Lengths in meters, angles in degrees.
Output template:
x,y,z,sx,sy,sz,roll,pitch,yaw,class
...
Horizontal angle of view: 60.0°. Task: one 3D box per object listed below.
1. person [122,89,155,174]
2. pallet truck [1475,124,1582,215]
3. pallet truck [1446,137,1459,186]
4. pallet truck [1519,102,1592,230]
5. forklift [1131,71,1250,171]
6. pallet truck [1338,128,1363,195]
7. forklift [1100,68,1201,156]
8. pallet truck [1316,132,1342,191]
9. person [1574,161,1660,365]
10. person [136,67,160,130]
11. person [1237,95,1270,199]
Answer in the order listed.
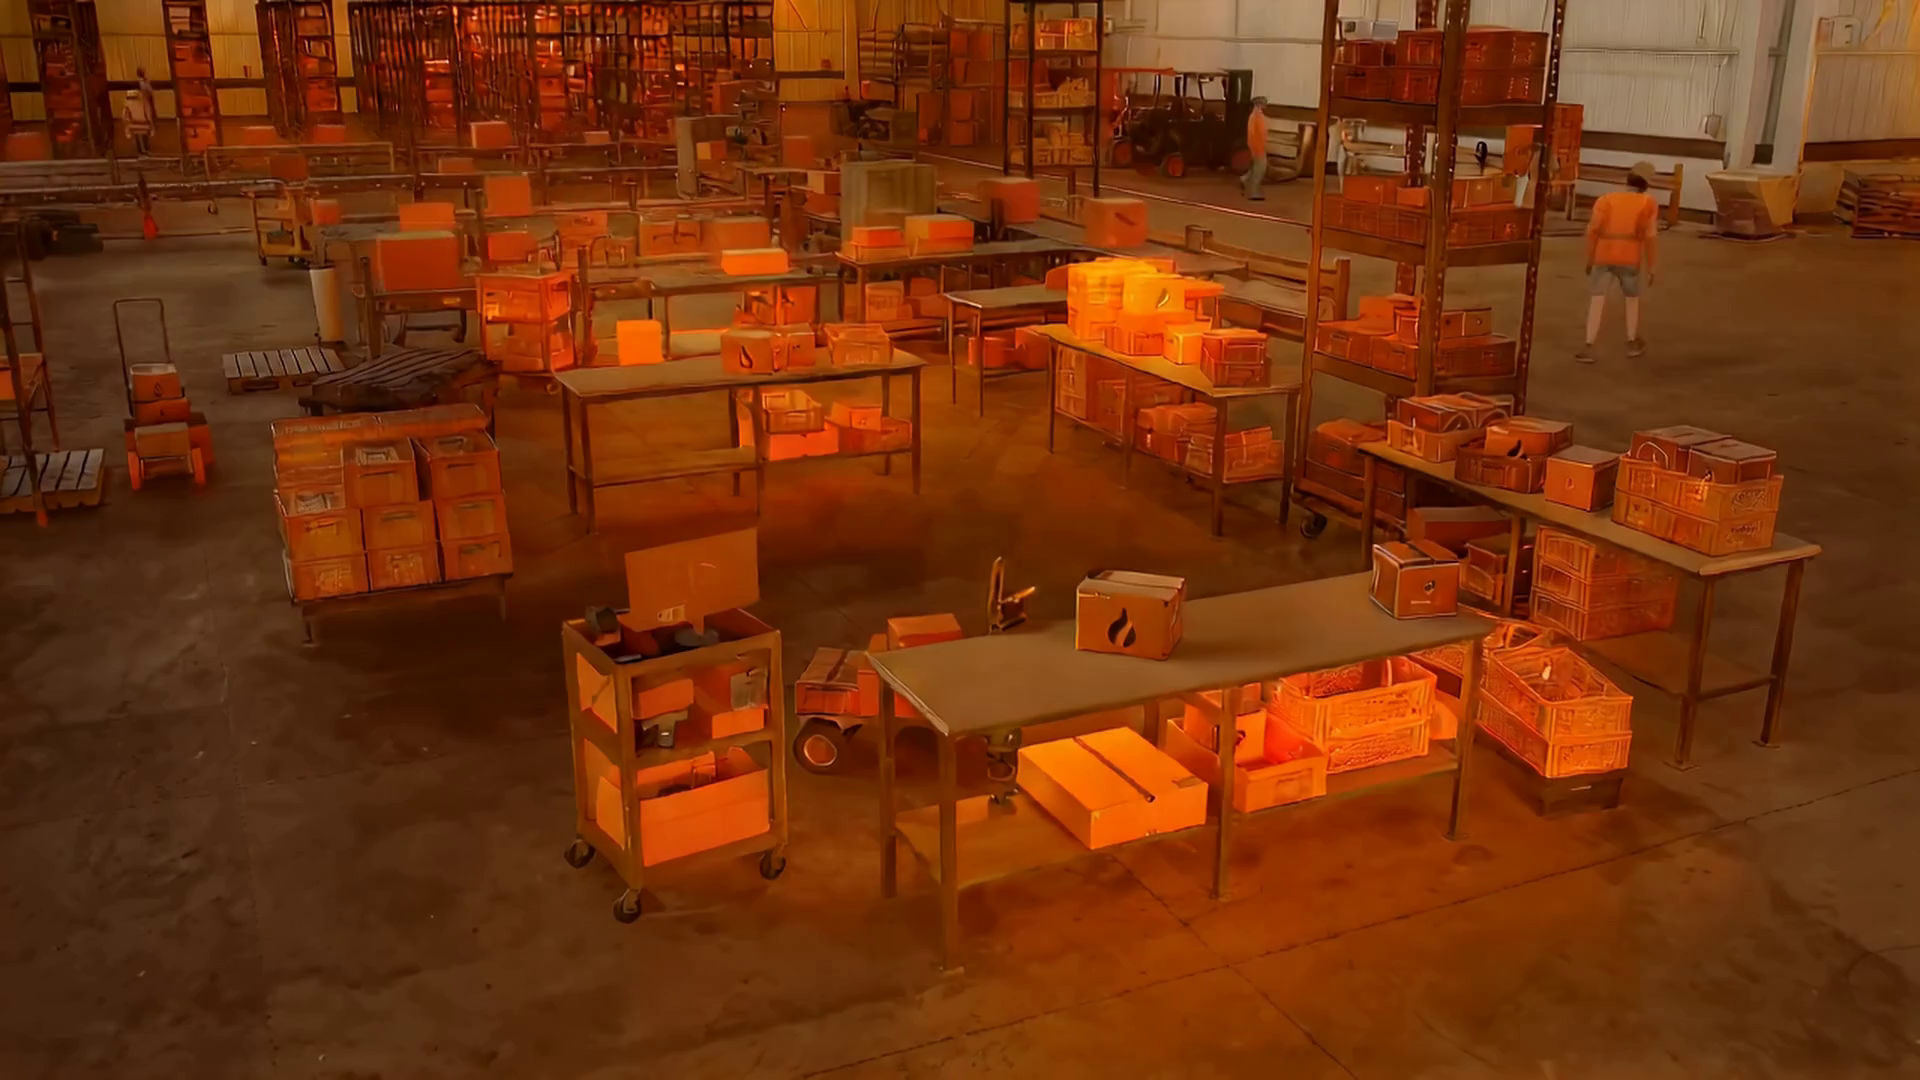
x,y,z,sx,sy,sz,roll,pitch,yaw,class
-17.651,-8.782,35.770,0.604,1.795,0.910,-13,22,-36,person
9.707,-6.455,28.103,1.885,1.965,0.823,-7,19,-20,pallet truck
9.184,-6.485,29.328,1.630,1.274,0.653,-8,19,-23,pallet truck
9.972,-6.037,26.785,1.885,1.965,0.823,-9,20,-25,pallet truck
4.998,-8.936,35.413,2.680,1.987,1.157,-9,20,-25,forklift
7.845,-7.140,31.411,1.522,1.261,0.704,-9,20,-25,pallet truck
4.082,-9.564,37.410,2.680,1.987,1.157,-8,19,-23,forklift
7.723,-7.504,32.656,1.601,1.201,0.680,-8,19,-23,pallet truck
6.526,-2.729,16.452,0.676,1.966,0.920,8,19,23,person
-24.017,-12.931,48.790,0.854,1.812,0.596,-12,21,-32,person
5.513,-7.318,30.996,0.547,1.886,0.660,8,19,24,person
